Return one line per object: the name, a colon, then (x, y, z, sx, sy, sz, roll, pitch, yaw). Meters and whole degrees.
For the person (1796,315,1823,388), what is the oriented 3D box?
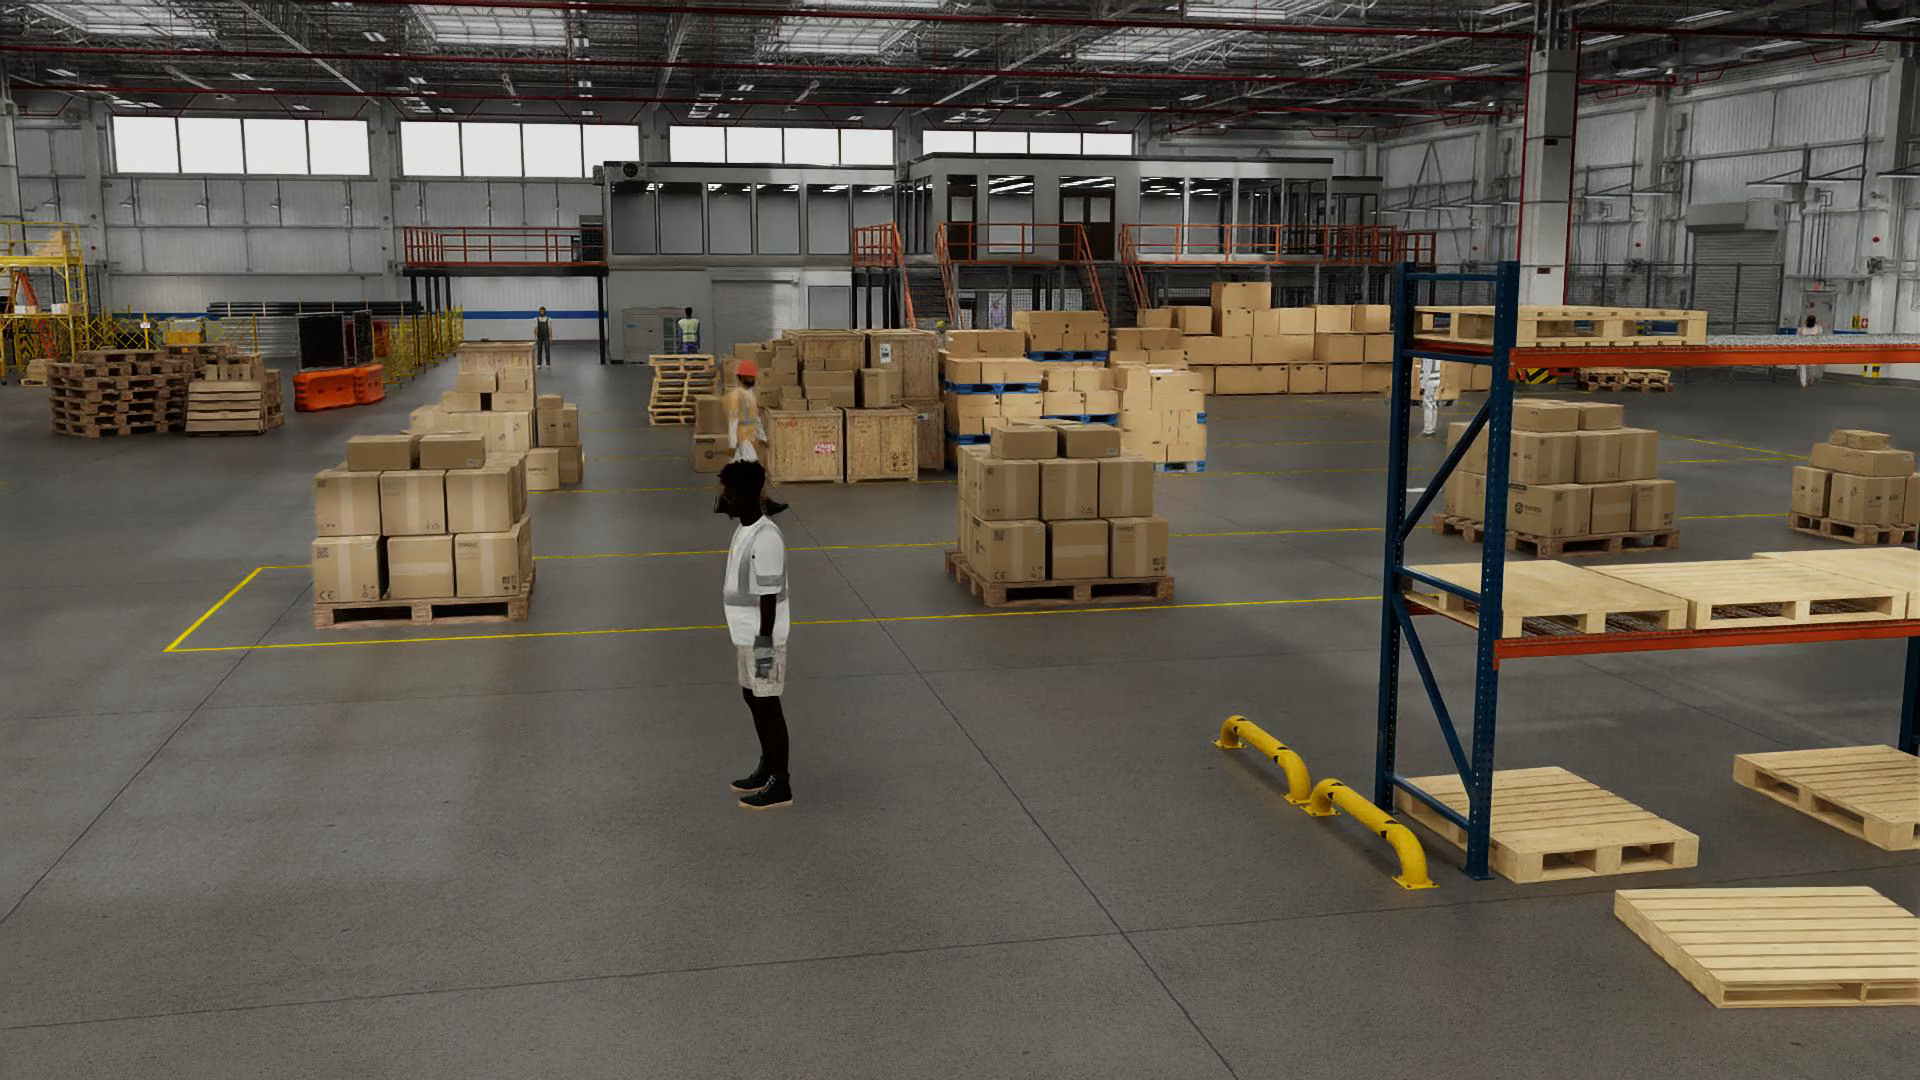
person: (21.189, -4.706, 41.535, 0.627, 1.831, 0.438, 4, 10, 24)

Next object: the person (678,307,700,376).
person: (-7.374, -5.382, 45.353, 0.591, 1.919, 0.392, -2, 10, -14)

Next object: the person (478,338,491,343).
person: (-7.707, -2.368, 27.201, 0.521, 1.847, 0.595, 2, 9, 11)

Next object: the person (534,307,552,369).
person: (-12.348, -5.992, 49.305, 0.505, 1.842, 0.345, -2, 9, -10)

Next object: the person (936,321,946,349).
person: (-0.455, -4.402, 39.977, 0.494, 1.728, 0.501, -6, 11, -33)

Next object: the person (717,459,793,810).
person: (-1.145, 0.518, 9.297, 0.377, 1.956, 0.606, -4, 10, -21)

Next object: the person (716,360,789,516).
person: (-2.551, -1.224, 20.109, 0.988, 1.884, 0.565, 2, 10, 13)

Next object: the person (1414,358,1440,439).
person: (8.243, -2.720, 29.241, 0.355, 1.882, 0.576, 6, 11, 34)

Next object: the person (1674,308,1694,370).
person: (21.042, -5.812, 48.251, 0.637, 1.826, 0.698, -1, 9, -6)
